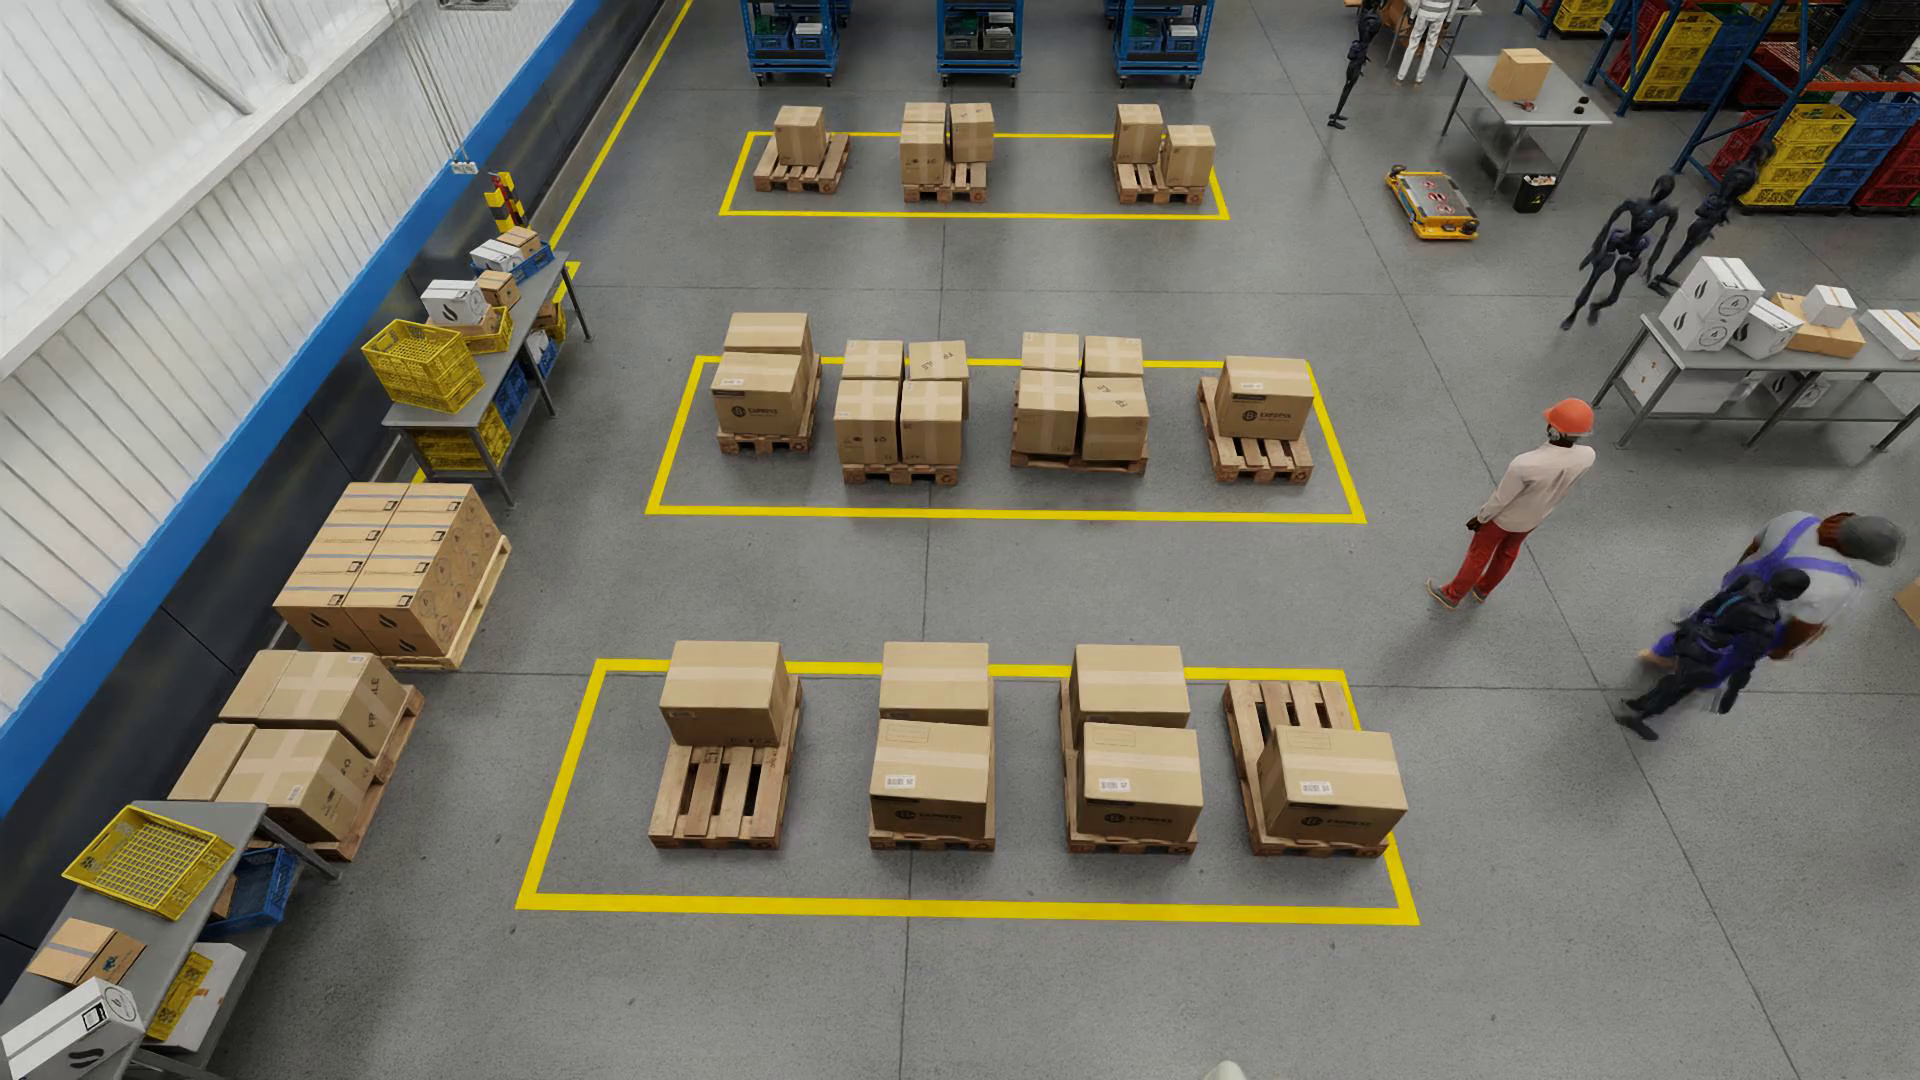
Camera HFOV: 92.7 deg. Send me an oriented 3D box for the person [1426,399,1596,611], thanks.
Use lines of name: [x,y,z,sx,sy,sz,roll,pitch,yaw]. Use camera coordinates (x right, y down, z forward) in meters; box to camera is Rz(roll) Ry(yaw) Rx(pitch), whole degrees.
person: [3.971,-0.206,6.571,0.609,1.994,0.376,-10,50,-9]

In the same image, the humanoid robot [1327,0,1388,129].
humanoid robot: [5.257,-6.333,12.074,0.317,1.657,0.612,18,52,15]

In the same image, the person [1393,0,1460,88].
person: [6.592,-7.332,12.811,0.582,1.882,0.349,12,50,10]

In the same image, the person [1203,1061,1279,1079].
person: [1.226,2.746,4.171,0.336,1.760,0.528,-10,50,-9]

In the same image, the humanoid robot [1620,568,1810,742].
humanoid robot: [4.888,0.739,5.961,0.383,1.646,0.684,13,50,11]

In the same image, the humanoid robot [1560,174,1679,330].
humanoid robot: [6.526,-2.802,9.023,0.635,1.643,0.339,21,52,17]

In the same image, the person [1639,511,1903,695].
person: [5.328,0.423,5.997,0.557,2.000,0.723,0,49,0]

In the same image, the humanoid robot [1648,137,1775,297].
humanoid robot: [7.789,-3.337,9.482,0.604,1.655,0.322,-36,58,-27]

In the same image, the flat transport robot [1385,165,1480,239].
flat transport robot: [5.692,-4.094,11.059,0.652,0.197,1.431,1,49,1]
